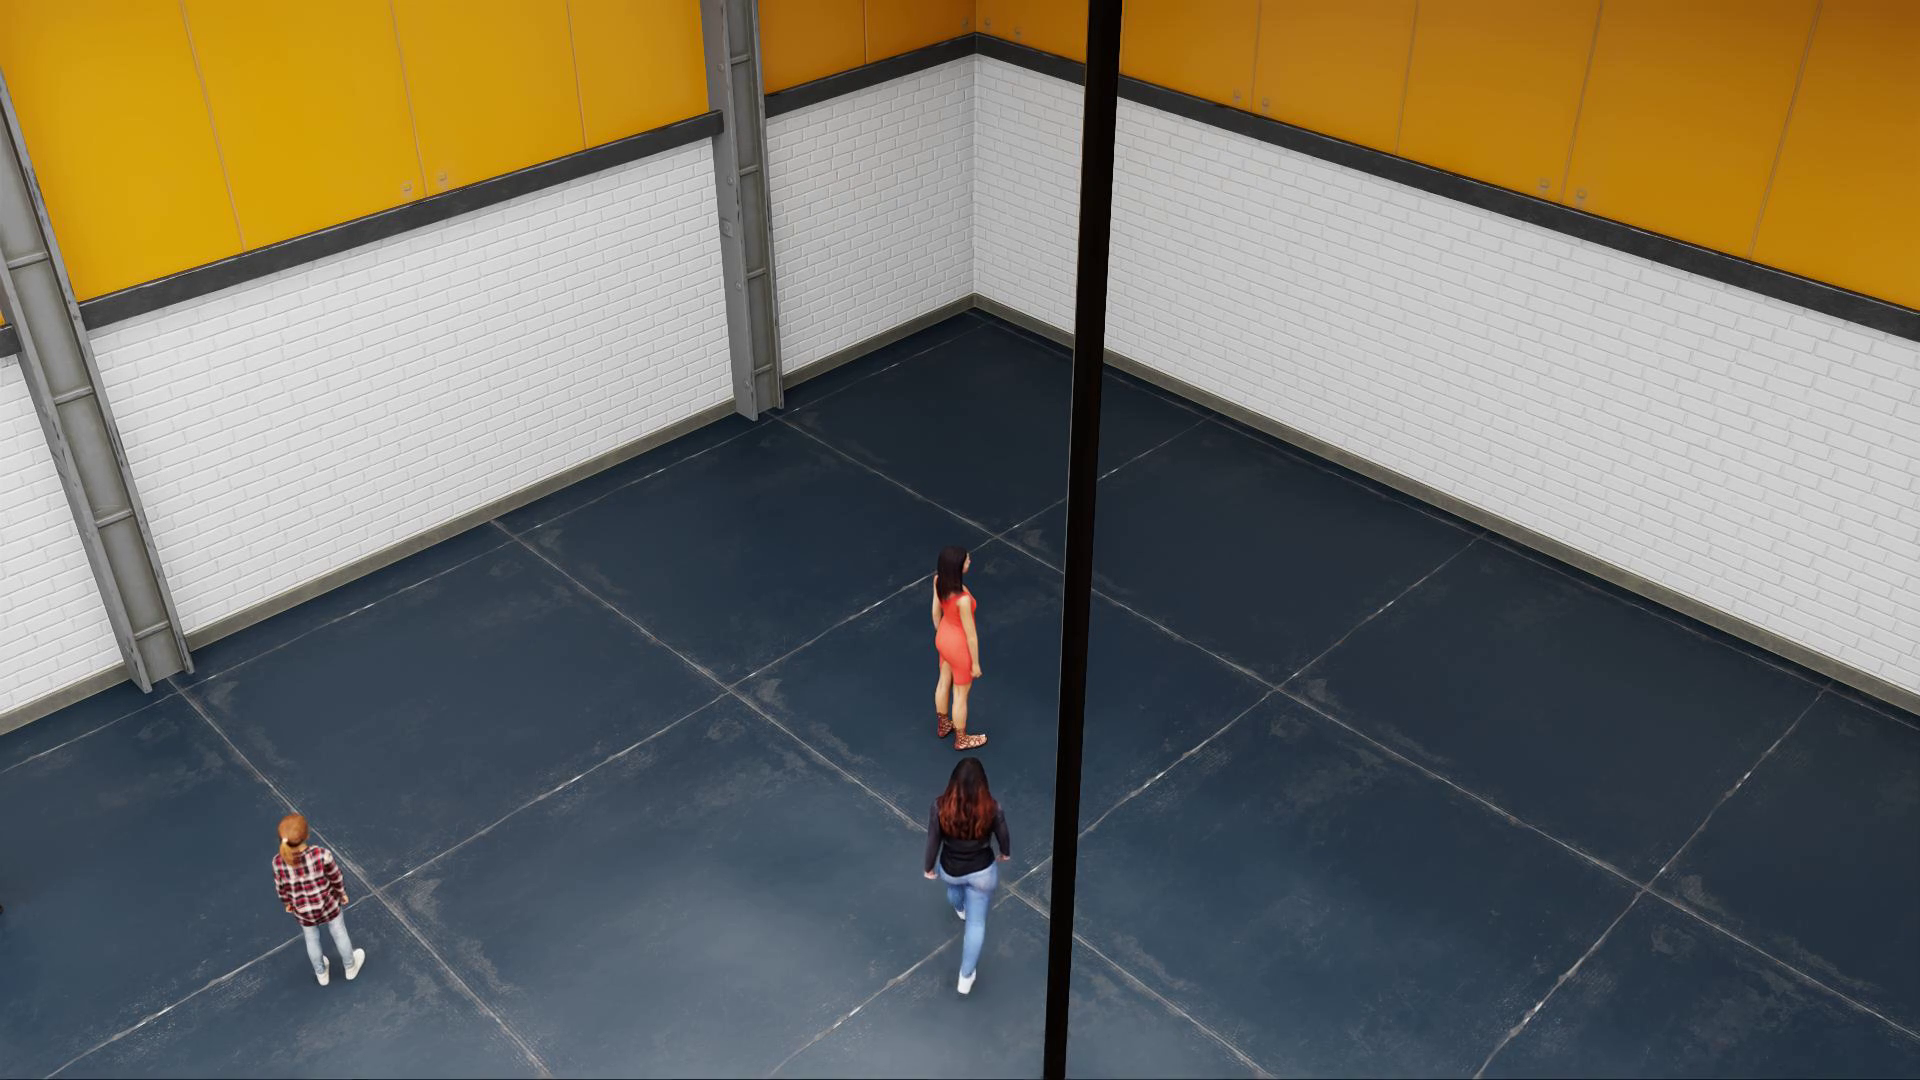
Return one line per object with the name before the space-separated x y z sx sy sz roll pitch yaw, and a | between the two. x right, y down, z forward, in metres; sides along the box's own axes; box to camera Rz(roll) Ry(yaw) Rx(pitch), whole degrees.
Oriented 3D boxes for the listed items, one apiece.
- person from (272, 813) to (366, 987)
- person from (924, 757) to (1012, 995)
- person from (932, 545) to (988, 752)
person | -3.919 2.182 10.096 0.582 1.305 0.674 -7 34 -11
person | 0.042 2.043 10.043 1.080 1.595 1.181 3 34 4
person | -0.032 0.761 11.859 0.563 1.719 0.621 -22 39 -29
